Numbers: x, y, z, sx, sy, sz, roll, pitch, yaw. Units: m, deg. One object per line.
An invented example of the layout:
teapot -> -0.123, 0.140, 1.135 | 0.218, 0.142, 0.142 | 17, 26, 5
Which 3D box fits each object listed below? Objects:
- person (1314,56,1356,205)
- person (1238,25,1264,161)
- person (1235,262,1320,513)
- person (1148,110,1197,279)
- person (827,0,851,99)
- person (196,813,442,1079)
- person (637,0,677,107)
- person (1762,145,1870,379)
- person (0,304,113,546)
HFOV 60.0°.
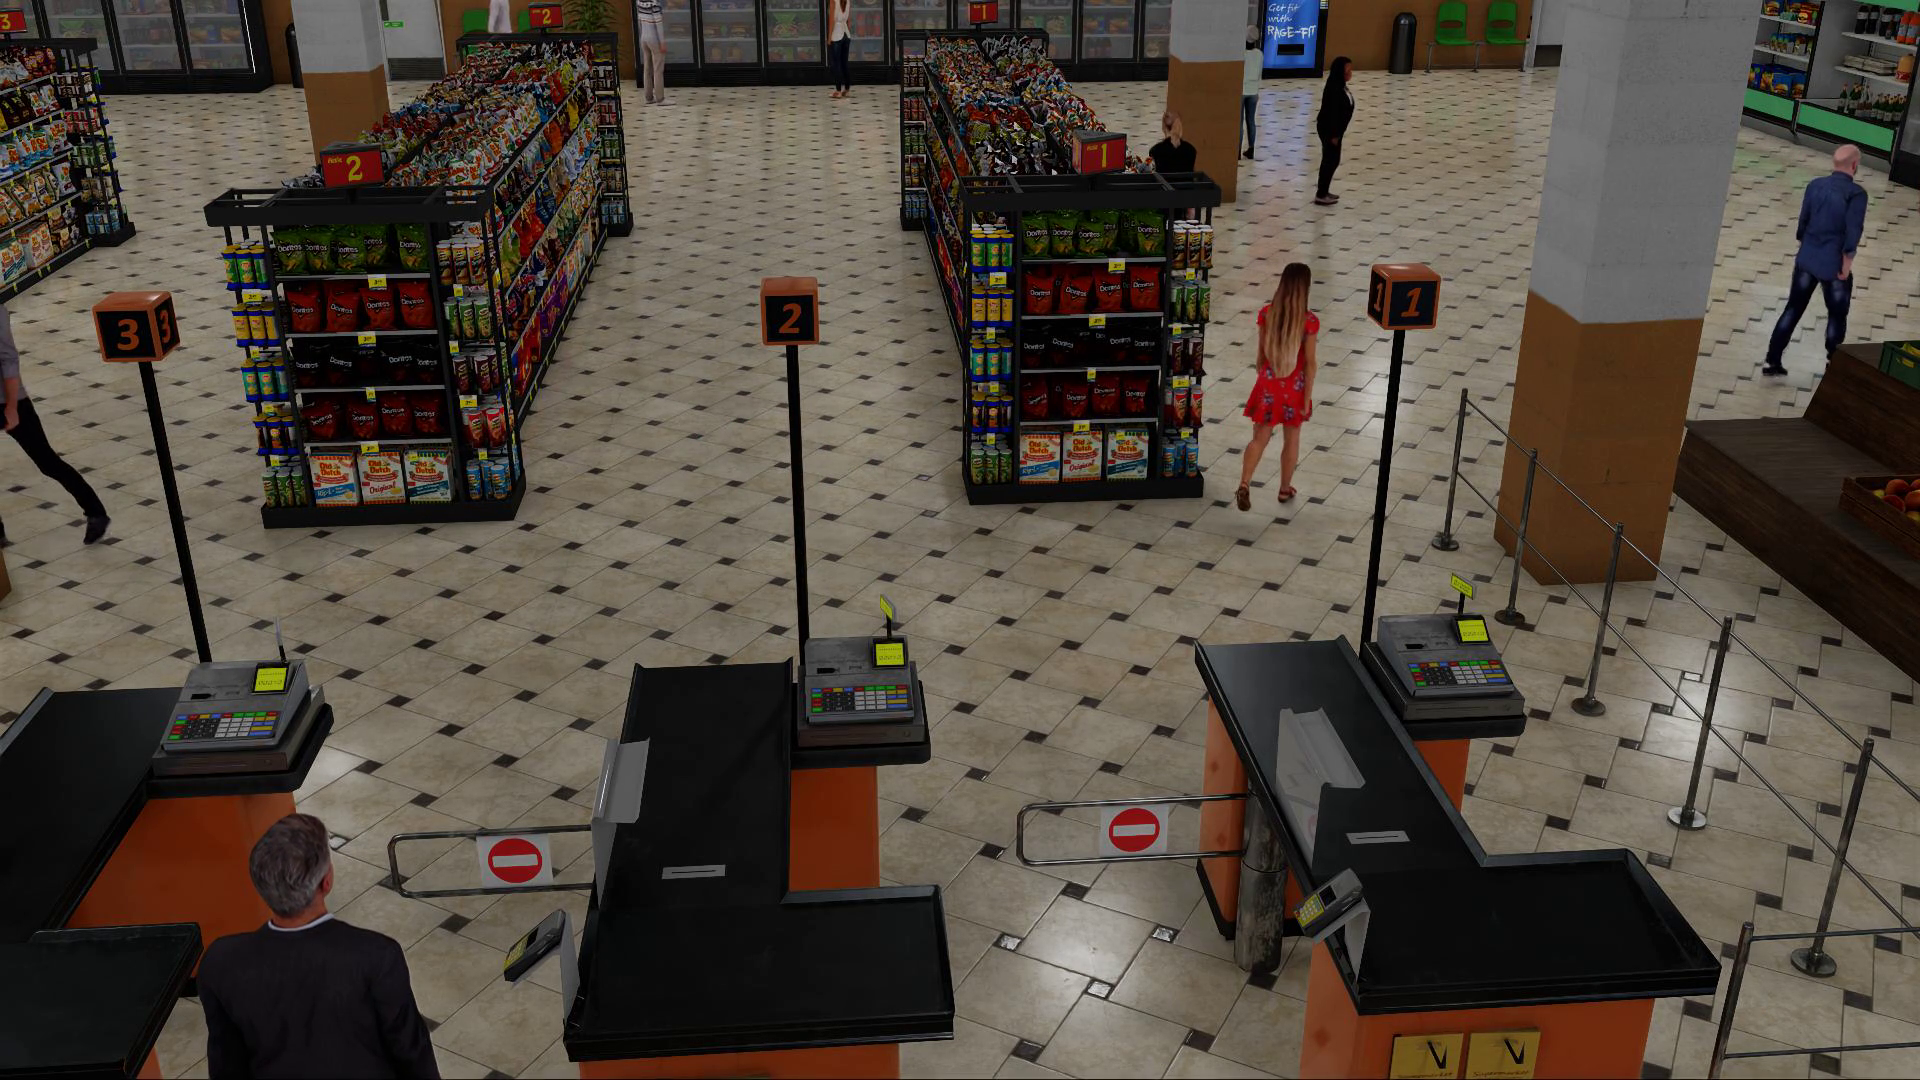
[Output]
person -> 4.148, -4.578, 18.600 | 0.767, 1.611, 0.661 | 5, 24, 10
person -> 3.617, -5.661, 21.031 | 0.615, 1.646, 0.593 | -10, 26, -22
person -> 1.943, -0.901, 10.244 | 0.882, 1.572, 1.027 | 12, 27, 26
person -> 1.869, -2.888, 14.636 | 0.730, 1.693, 0.921 | -7, 25, -16
person -> -1.830, -7.718, 25.563 | 0.730, 1.782, 0.663 | 17, 29, 34
person -> -1.632, 1.525, 4.366 | 0.722, 1.839, 0.568 | -1, 24, -3
person -> -4.614, -7.482, 24.924 | 0.827, 1.861, 0.733 | -20, 31, -39
person -> 6.483, -2.041, 12.597 | 1.139, 1.775, 1.249 | -14, 27, -28
person -> -5.647, -0.789, 9.684 | 1.004, 1.817, 0.883 | 4, 24, 10
